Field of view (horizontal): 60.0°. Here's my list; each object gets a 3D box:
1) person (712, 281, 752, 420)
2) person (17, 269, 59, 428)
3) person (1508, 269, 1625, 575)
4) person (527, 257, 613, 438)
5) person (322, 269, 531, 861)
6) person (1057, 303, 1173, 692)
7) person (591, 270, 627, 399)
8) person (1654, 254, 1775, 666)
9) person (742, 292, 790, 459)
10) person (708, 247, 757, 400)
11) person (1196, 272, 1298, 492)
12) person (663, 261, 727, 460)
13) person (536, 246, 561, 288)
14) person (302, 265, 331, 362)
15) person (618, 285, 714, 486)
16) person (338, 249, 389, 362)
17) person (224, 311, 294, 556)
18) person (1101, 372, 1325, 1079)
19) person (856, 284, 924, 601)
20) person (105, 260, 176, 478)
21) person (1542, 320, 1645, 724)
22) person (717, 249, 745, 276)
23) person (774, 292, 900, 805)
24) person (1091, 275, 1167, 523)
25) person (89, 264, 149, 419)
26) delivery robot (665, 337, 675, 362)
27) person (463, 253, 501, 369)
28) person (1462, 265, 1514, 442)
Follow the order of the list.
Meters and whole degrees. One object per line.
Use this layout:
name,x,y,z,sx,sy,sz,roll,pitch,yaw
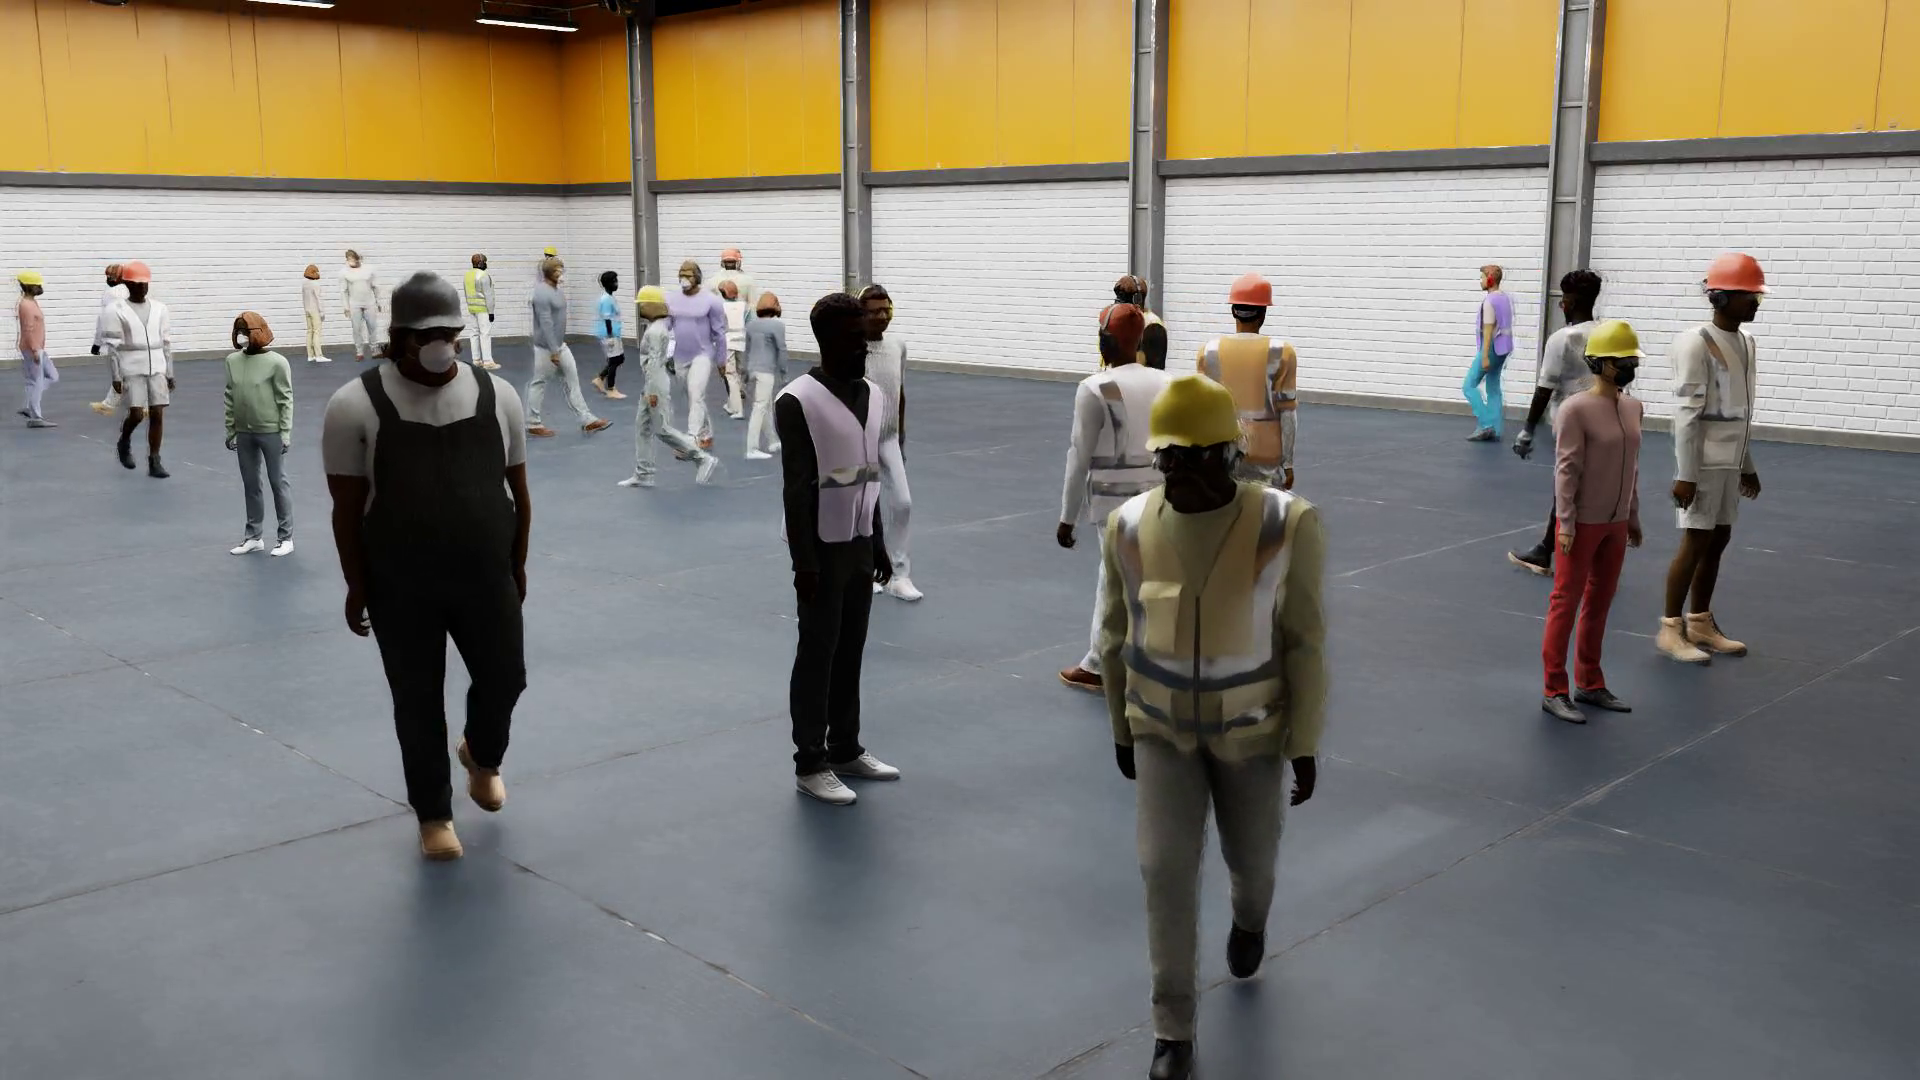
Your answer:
person,-2.714,-2.223,19.471,0.552,1.597,0.840,-7,13,-34
person,-10.223,-2.115,18.440,0.360,1.751,0.558,-4,11,-22
person,3.673,-0.676,10.169,0.609,1.918,0.931,-8,13,-35
person,-4.164,-2.006,17.465,0.966,1.894,0.663,1,10,7
person,-1.794,0.077,5.722,0.688,2.000,0.553,-6,12,-28
person,0.787,-0.137,7.450,0.583,1.846,0.956,-8,13,-38
person,-4.553,-2.658,21.618,0.402,1.678,0.547,-2,11,-8
person,3.806,-0.397,8.343,0.643,2.039,0.385,-9,14,-40
person,-1.888,-1.596,16.100,0.527,1.581,0.745,9,14,42
person,-2.906,-2.750,21.298,0.645,1.979,0.433,0,10,-1
person,1.530,-0.456,8.911,0.543,1.938,0.356,3,11,17
person,-2.575,-1.750,16.118,0.634,1.897,1.006,3,11,18
person,-7.997,-4.765,32.466,0.585,1.919,0.388,6,12,30
person,-10.923,-3.831,28.144,0.497,1.634,0.279,8,13,37
person,-2.513,-1.296,14.085,0.752,1.714,0.493,-2,11,-11
person,-10.109,-3.967,28.190,0.781,1.893,0.453,-7,12,-32
person,-4.679,-0.705,11.098,0.498,1.634,0.279,3,11,14
person,0.663,0.449,4.365,0.594,1.800,0.811,3,11,17
person,-0.460,-0.555,9.702,0.540,1.838,0.788,-6,12,-30
person,-7.245,-1.504,14.693,0.561,1.922,0.541,8,13,39
person,2.826,-0.084,7.349,0.523,1.769,0.315,-6,12,-31
person,-3.575,-3.669,26.514,0.400,1.910,0.643,6,12,28
person,-0.474,0.023,6.354,0.391,1.920,0.593,6,12,28
person,1.224,-0.995,12.117,0.429,1.844,0.627,-6,12,-30
person,-9.809,-2.304,19.385,0.940,1.791,0.625,1,10,5
delivery robot,-4.460,-2.925,25.890,0.707,0.478,0.477,8,13,38
person,-7.637,-3.646,26.569,0.626,1.844,0.429,9,13,39
person,5.446,-1.915,17.166,0.497,1.823,0.577,8,13,37
